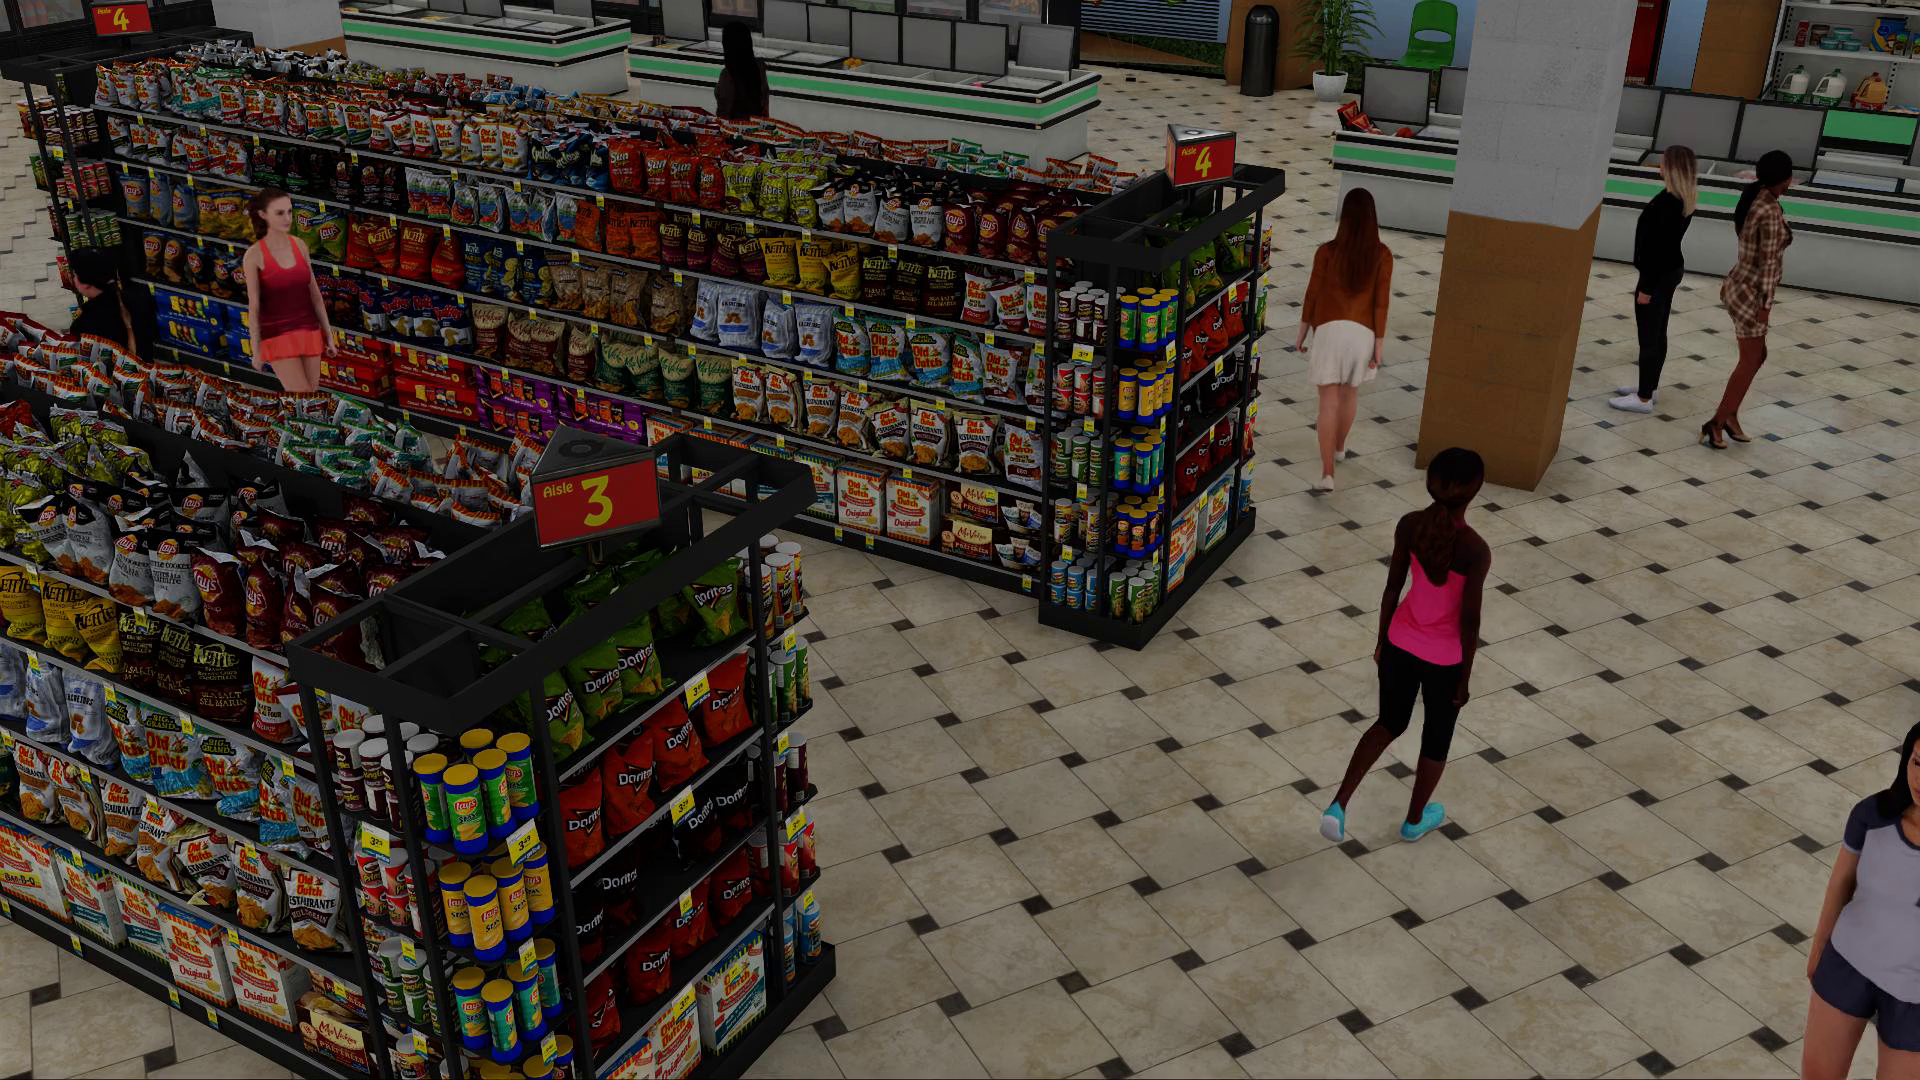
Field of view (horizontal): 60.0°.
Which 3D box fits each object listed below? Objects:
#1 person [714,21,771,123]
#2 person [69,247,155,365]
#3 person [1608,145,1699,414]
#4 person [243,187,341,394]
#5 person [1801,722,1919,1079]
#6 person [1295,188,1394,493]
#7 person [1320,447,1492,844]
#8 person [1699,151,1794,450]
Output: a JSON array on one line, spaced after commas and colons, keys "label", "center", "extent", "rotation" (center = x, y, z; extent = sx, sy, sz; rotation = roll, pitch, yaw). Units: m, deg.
[{"label": "person", "center": [-1.644, -3.189, 13.351], "extent": [1.025, 1.809, 0.660], "rotation": [14, 30, 26]}, {"label": "person", "center": [-4.217, -0.676, 8.558], "extent": [0.705, 1.662, 0.734], "rotation": [10, 29, 19]}, {"label": "person", "center": [4.381, -1.622, 10.398], "extent": [0.556, 1.685, 0.632], "rotation": [18, 32, 31]}, {"label": "person", "center": [-3.813, -1.137, 9.386], "extent": [0.690, 1.736, 0.609], "rotation": [18, 32, 32]}, {"label": "person", "center": [2.711, 1.229, 4.770], "extent": [0.828, 1.691, 0.829], "rotation": [-19, 32, -32]}, {"label": "person", "center": [2.149, -1.065, 9.305], "extent": [1.140, 1.681, 0.984], "rotation": [3, 27, 5]}, {"label": "person", "center": [1.690, 0.474, 6.239], "extent": [0.798, 1.709, 0.943], "rotation": [-22, 34, -36]}, {"label": "person", "center": [4.624, -1.405, 9.883], "extent": [0.664, 1.764, 0.666], "rotation": [11, 29, 20]}]
